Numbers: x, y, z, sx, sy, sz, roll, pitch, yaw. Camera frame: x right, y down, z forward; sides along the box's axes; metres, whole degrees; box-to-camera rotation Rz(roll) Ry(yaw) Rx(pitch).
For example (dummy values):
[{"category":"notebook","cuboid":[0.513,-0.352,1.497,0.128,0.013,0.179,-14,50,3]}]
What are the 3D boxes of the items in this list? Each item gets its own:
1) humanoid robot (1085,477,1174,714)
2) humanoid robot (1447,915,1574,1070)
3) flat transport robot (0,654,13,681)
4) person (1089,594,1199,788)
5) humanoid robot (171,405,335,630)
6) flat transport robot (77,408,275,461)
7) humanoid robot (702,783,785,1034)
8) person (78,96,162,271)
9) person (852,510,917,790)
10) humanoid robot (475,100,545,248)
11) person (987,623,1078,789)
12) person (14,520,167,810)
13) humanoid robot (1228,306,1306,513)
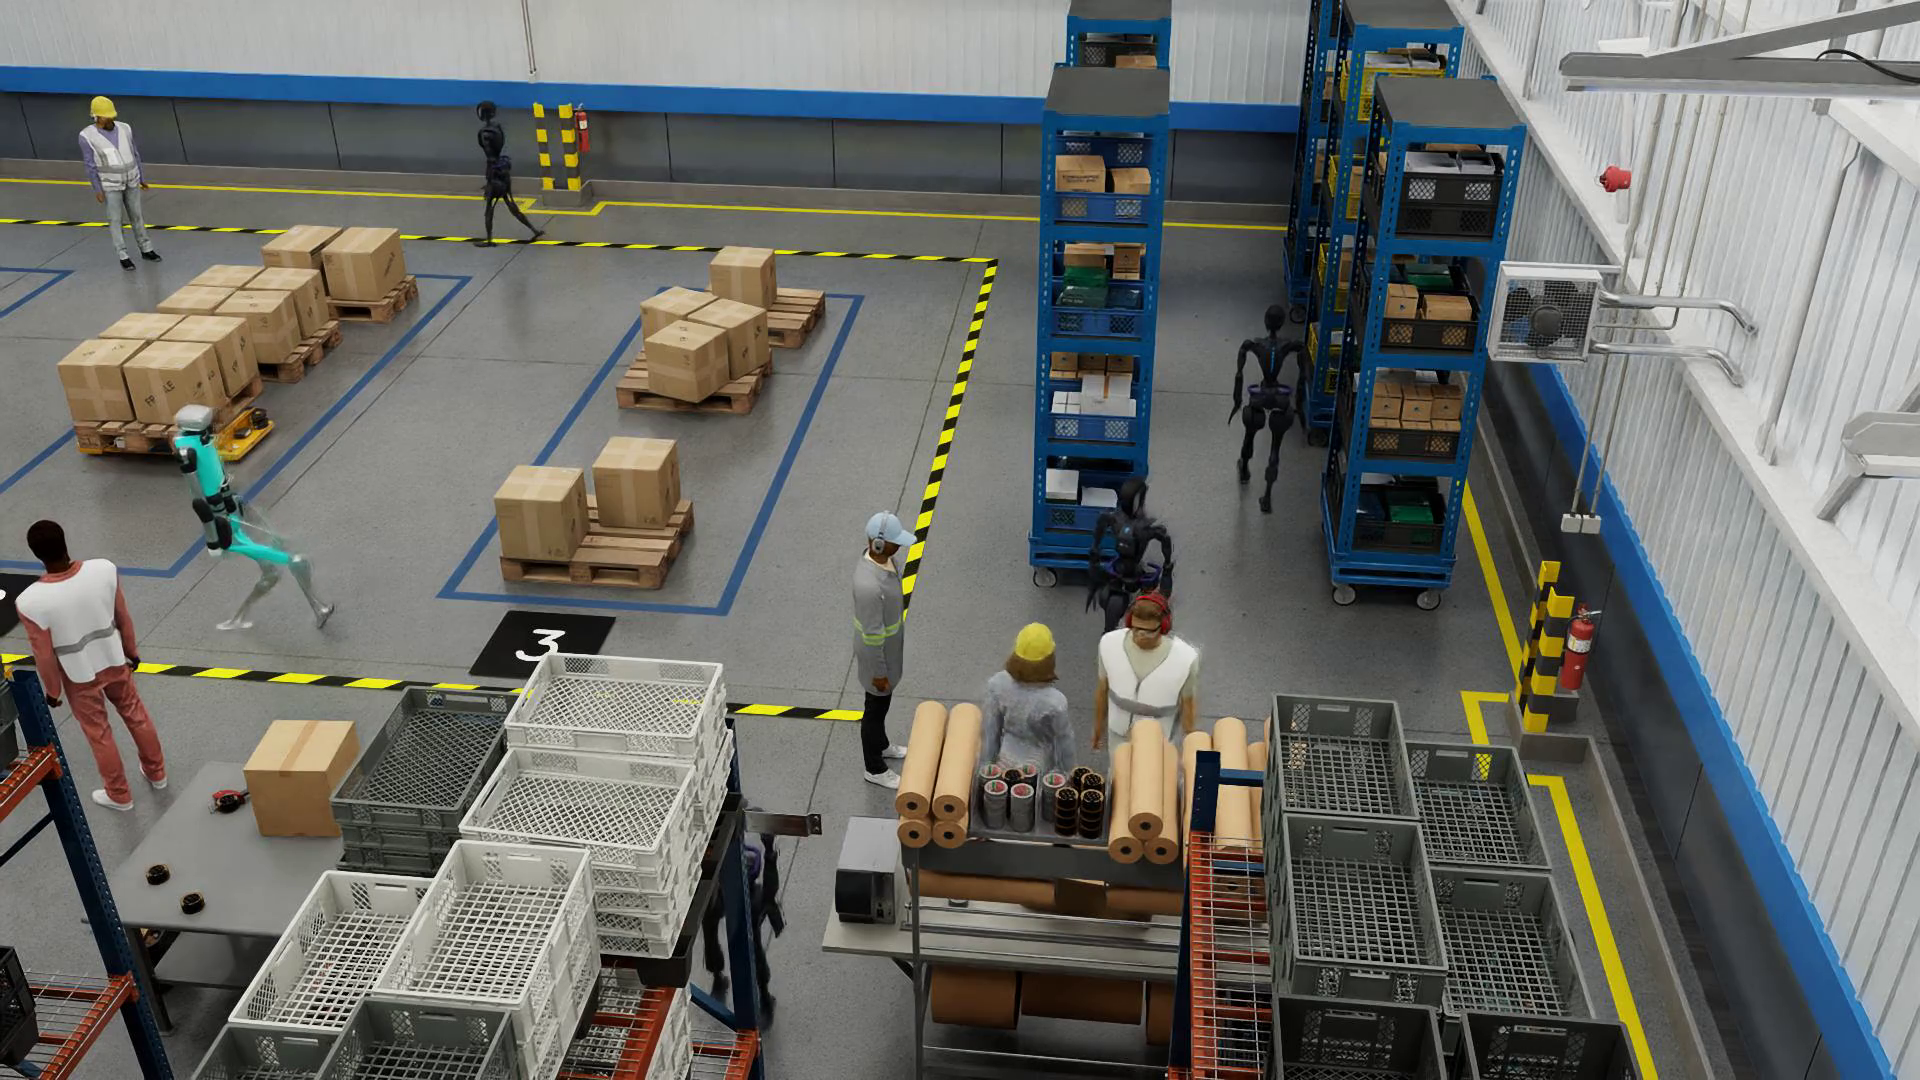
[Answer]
[{"category":"humanoid robot","cuboid":[1.129,0.313,10.788,0.609,1.654,0.738,14,33,22]},{"category":"humanoid robot","cuboid":[2.355,2.335,7.197,0.532,1.731,1.028,-1,30,-2]},{"category":"flat transport robot","cuboid":[-7.142,0.969,11.010,1.431,0.231,0.659,3,30,6]},{"category":"person","cuboid":[1.018,1.073,9.280,0.579,1.827,0.528,11,32,19]},{"category":"humanoid robot","cuboid":[-4.783,-0.124,11.451,0.974,1.772,0.534,-4,30,-7]},{"category":"flat transport robot","cuboid":[-6.728,-0.944,14.268,1.431,0.197,0.652,3,30,6]},{"category":"humanoid robot","cuboid":[-1.151,1.743,8.293,0.587,1.649,0.372,3,30,6]},{"category":"person","cuboid":[-8.912,-3.795,17.640,0.403,1.830,0.586,20,36,30]},{"category":"person","cuboid":[-0.446,0.645,9.995,0.388,1.850,0.587,2,30,4]},{"category":"humanoid robot","cuboid":[-5.019,-3.993,18.185,0.772,1.634,0.589,-2,30,-4]},{"category":"person","cuboid":[0.433,1.192,9.177,0.490,1.730,0.578,23,37,34]},{"category":"person","cuboid":[-5.092,0.746,9.754,0.397,1.917,0.589,19,35,30]},{"category":"humanoid robot","cuboid":[2.444,-1.095,13.187,0.613,1.621,0.773,2,30,4]}]
